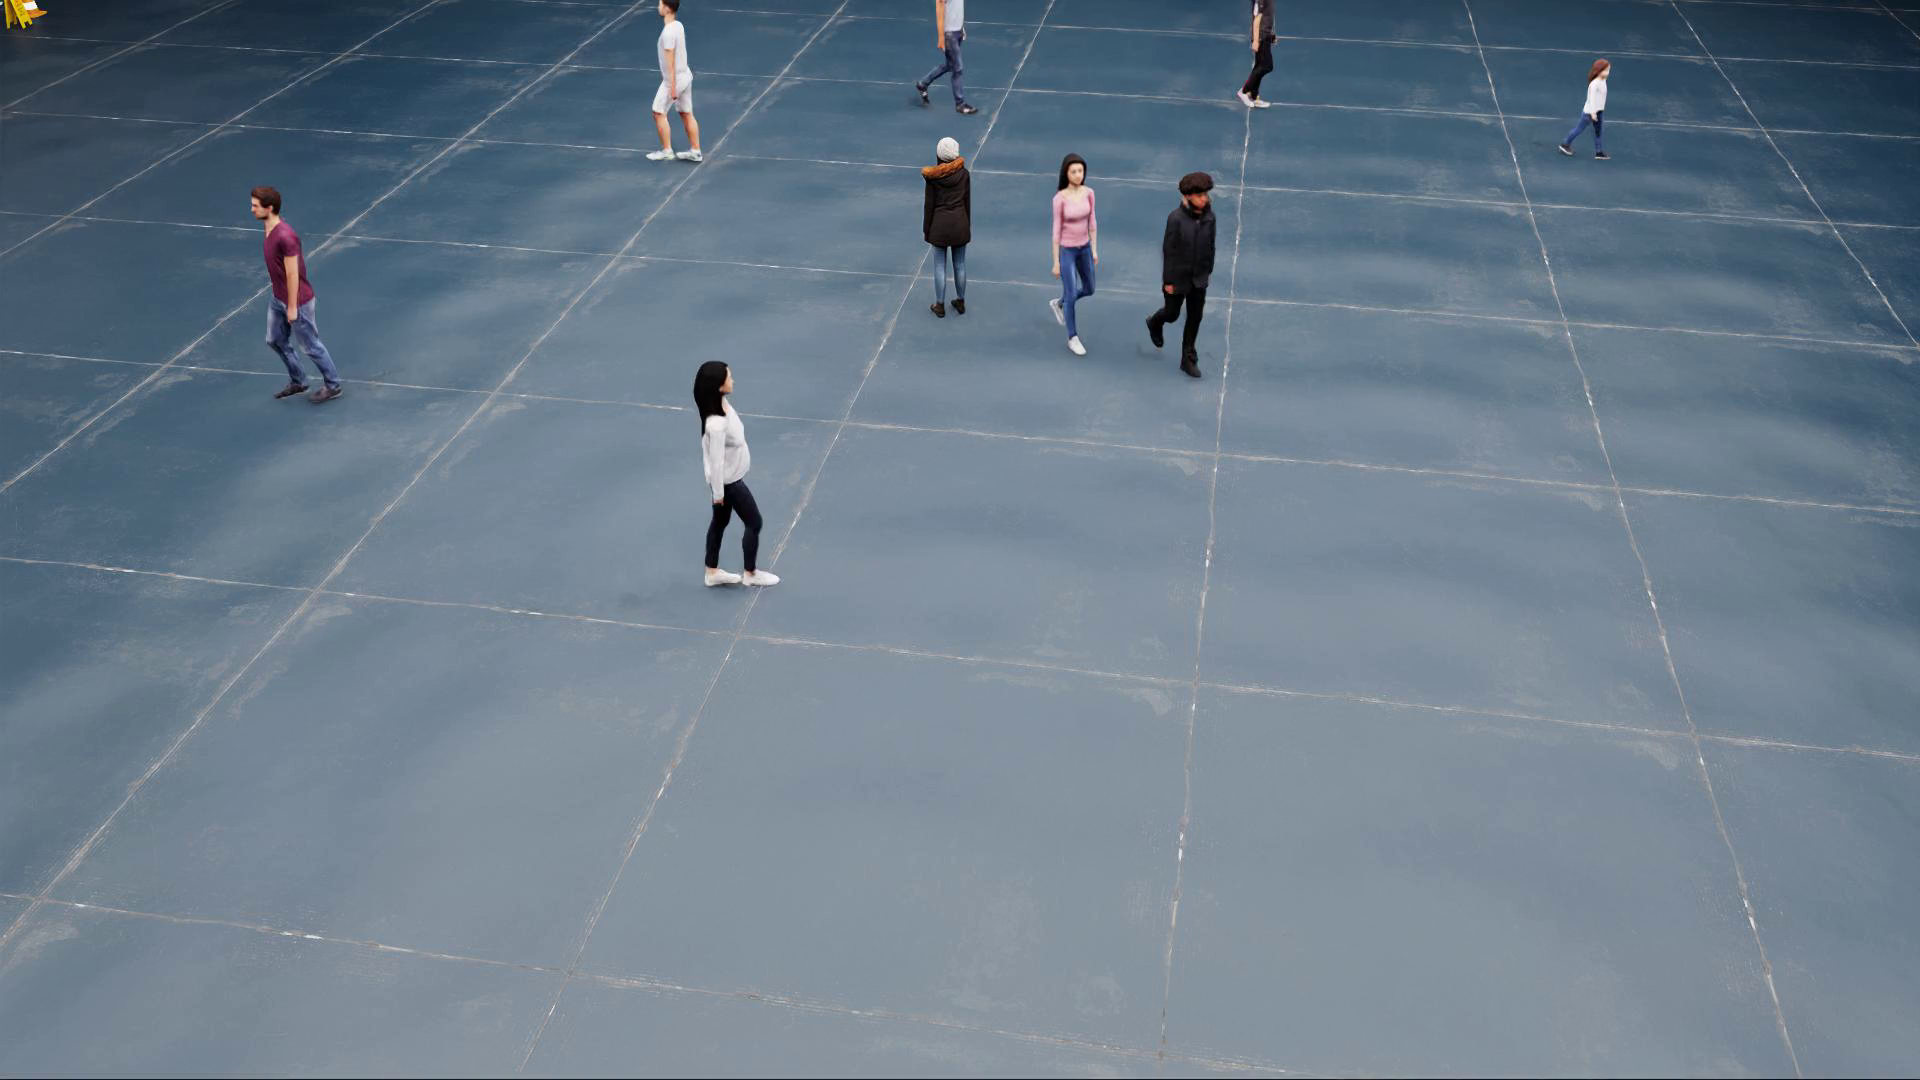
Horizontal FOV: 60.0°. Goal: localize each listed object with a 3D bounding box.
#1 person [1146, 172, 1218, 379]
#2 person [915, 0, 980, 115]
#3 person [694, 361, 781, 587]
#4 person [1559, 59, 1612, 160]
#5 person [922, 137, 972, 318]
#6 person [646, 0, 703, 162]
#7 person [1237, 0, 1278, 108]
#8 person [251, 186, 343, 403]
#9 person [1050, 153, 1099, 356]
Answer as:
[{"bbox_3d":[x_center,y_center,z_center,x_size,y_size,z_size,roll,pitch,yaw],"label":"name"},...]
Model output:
[{"bbox_3d":[1.844,-2.242,13.838,0.994,1.766,0.982,-14,35,-20],"label":"person"},{"bbox_3d":[-0.186,-6.014,19.743,1.123,1.846,0.727,11,34,17],"label":"person"},{"bbox_3d":[-1.637,-0.405,11.003,0.844,1.684,0.770,-8,33,-13],"label":"person"},{"bbox_3d":[6.999,-4.804,18.535,0.741,1.089,0.837,-25,40,-33],"label":"person"},{"bbox_3d":[-0.095,-2.794,14.838,0.680,1.634,0.777,-9,33,-14],"label":"person"},{"bbox_3d":[-3.016,-5.027,18.187,0.810,1.837,0.686,5,33,8],"label":"person"},{"bbox_3d":[3.528,-6.032,19.860,0.703,1.753,0.697,12,34,18],"label":"person"},{"bbox_3d":[-5.276,-1.975,13.352,0.935,1.835,0.872,-23,39,-32],"label":"person"},{"bbox_3d":[0.945,-2.489,14.261,0.892,1.733,0.925,-16,36,-24],"label":"person"}]
